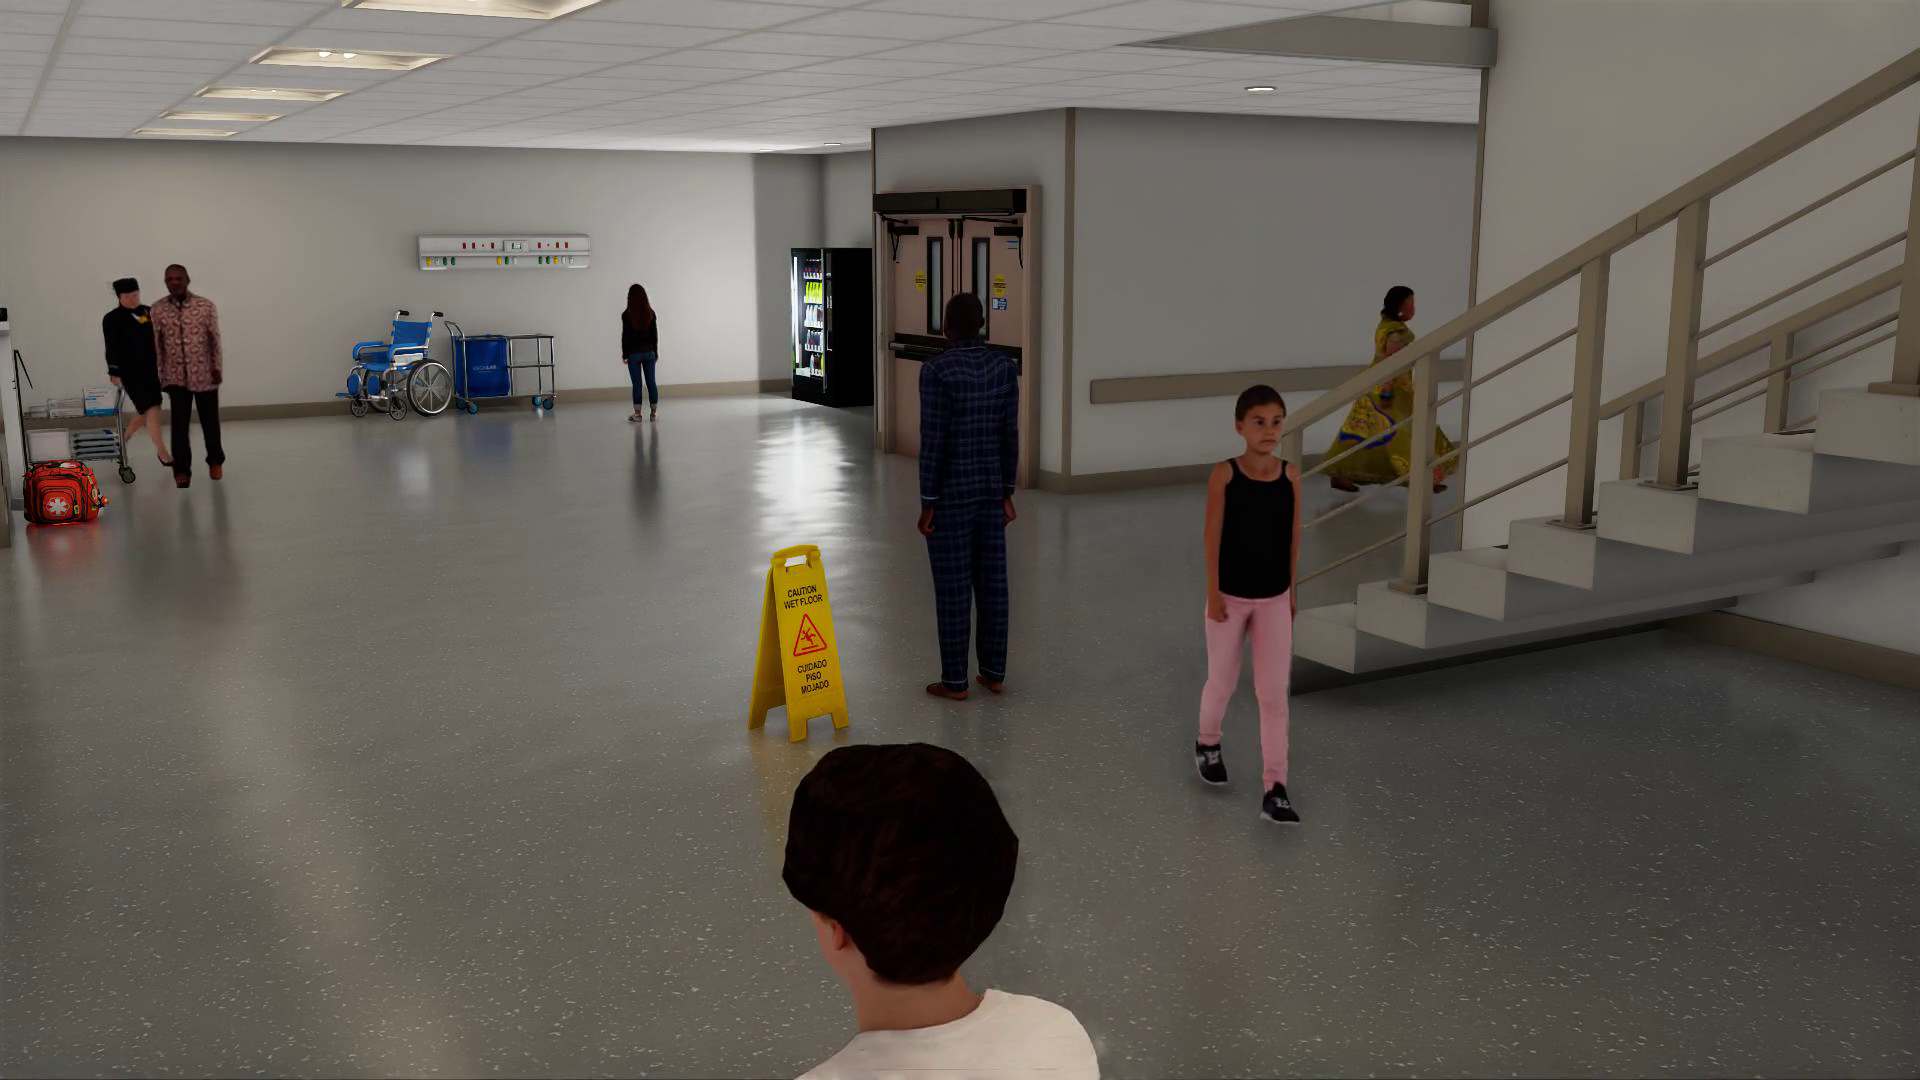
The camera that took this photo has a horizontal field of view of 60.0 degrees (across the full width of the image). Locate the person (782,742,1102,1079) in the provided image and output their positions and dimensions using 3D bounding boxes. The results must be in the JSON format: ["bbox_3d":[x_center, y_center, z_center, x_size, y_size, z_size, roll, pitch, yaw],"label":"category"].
[{"bbox_3d":[0.031,1.024,1.552,0.574,1.622,0.808,-7,13,-31],"label":"person"}]

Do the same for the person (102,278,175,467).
[{"bbox_3d":[-7.169,-1.433,14.482,1.152,1.630,1.017,5,12,25],"label":"person"}]

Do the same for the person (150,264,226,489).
[{"bbox_3d":[-6.194,-1.307,13.463,0.793,1.761,1.245,-4,11,-20],"label":"person"}]

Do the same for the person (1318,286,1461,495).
[{"bbox_3d":[3.218,-1.116,12.859,1.255,1.611,1.388,0,11,-1],"label":"person"}]

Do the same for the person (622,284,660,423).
[{"bbox_3d":[-3.454,-2.029,18.013,0.562,1.483,0.493,-6,12,-28],"label":"person"}]

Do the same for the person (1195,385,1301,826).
[{"bbox_3d":[1.019,0.220,6.042,0.830,1.527,1.111,-1,11,-5],"label":"person"}]

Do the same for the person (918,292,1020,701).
[{"bbox_3d":[0.025,-0.201,7.467,0.659,1.823,0.574,-6,12,-28],"label":"person"}]
